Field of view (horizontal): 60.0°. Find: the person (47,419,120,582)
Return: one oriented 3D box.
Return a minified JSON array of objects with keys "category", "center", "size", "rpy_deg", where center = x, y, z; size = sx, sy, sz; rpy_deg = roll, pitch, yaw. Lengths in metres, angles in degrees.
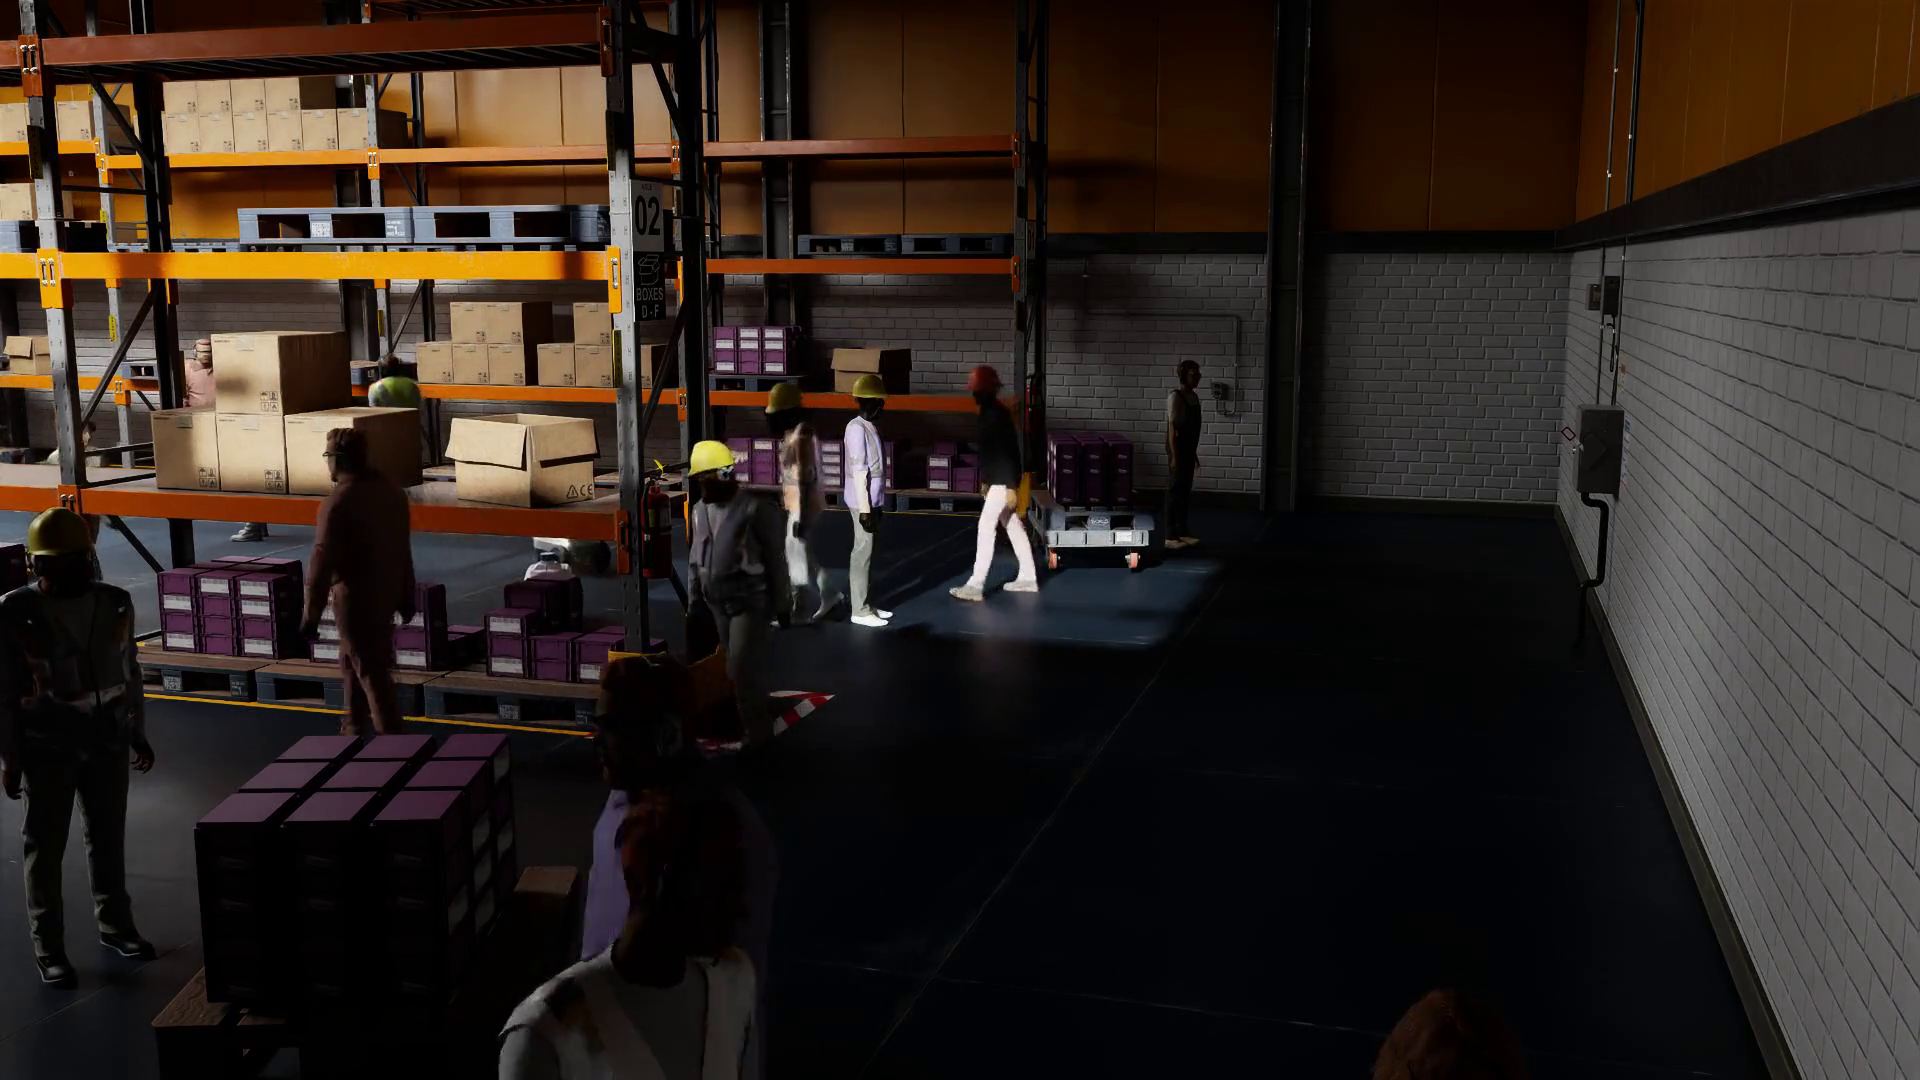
[{"category":"person","center":[-6.895,-0.187,13.087],"size":[0.882,1.582,0.529],"rpy_deg":[4,10,23]}]

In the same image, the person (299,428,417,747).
[{"category":"person","center":[-3.332,0.334,8.997],"size":[0.792,1.877,0.681],"rpy_deg":[2,10,13]}]

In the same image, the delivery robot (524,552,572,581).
[{"category":"delivery robot","center":[-3.153,0.339,12.733],"size":[0.477,0.478,0.707],"rpy_deg":[-2,10,-11]}]

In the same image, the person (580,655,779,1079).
[{"category":"person","center":[-0.676,1.187,3.789],"size":[0.431,1.889,0.665],"rpy_deg":[-6,11,-32]}]

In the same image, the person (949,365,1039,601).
[{"category":"person","center":[0.261,-0.474,13.758],"size":[0.950,1.929,0.730],"rpy_deg":[-2,10,-14]}]

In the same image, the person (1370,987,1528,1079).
[{"category":"person","center":[0.750,1.496,2.687],"size":[0.497,1.633,0.288],"rpy_deg":[-1,9,-4]}]

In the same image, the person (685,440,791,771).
[{"category":"person","center":[-1.277,0.357,9.126],"size":[0.611,1.796,0.638],"rpy_deg":[7,12,36]}]

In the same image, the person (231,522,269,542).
[{"category":"person","center":[-7.159,-0.956,16.676],"size":[0.388,1.947,0.611],"rpy_deg":[-1,9,-8]}]

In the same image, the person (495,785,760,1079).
[{"category":"person","center":[-0.563,1.350,2.909],"size":[0.391,1.858,0.652],"rpy_deg":[7,12,37]}]

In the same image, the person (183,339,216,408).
[{"category":"person","center":[-8.829,-1.405,19.542],"size":[0.401,1.904,0.646],"rpy_deg":[8,12,42]}]

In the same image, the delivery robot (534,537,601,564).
[{"category":"delivery robot","center":[-3.563,-0.043,15.057],"size":[0.477,0.478,0.707],"rpy_deg":[-9,13,-42]}]

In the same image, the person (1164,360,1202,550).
[{"category":"person","center":[2.194,-0.836,16.256],"size":[0.351,1.847,0.507],"rpy_deg":[6,11,34]}]

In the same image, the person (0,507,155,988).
[{"category":"person","center":[-3.421,0.779,6.441],"size":[0.403,1.834,0.589],"rpy_deg":[7,11,35]}]

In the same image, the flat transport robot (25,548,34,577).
[{"category":"flat transport robot","center":[-8.800,0.201,14.720],"size":[1.431,0.197,0.652],"rpy_deg":[1,9,4]}]

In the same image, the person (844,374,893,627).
[{"category":"person","center":[-0.703,-0.308,12.786],"size":[0.363,1.927,0.587],"rpy_deg":[1,9,4]}]

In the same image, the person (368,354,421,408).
[{"category":"person","center":[-6.021,-1.060,17.701],"size":[0.439,1.830,0.632],"rpy_deg":[8,12,39]}]

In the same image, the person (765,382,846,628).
[{"category":"person","center":[-1.184,-0.255,12.585],"size":[0.578,1.890,0.645],"rpy_deg":[-2,10,-12]}]
